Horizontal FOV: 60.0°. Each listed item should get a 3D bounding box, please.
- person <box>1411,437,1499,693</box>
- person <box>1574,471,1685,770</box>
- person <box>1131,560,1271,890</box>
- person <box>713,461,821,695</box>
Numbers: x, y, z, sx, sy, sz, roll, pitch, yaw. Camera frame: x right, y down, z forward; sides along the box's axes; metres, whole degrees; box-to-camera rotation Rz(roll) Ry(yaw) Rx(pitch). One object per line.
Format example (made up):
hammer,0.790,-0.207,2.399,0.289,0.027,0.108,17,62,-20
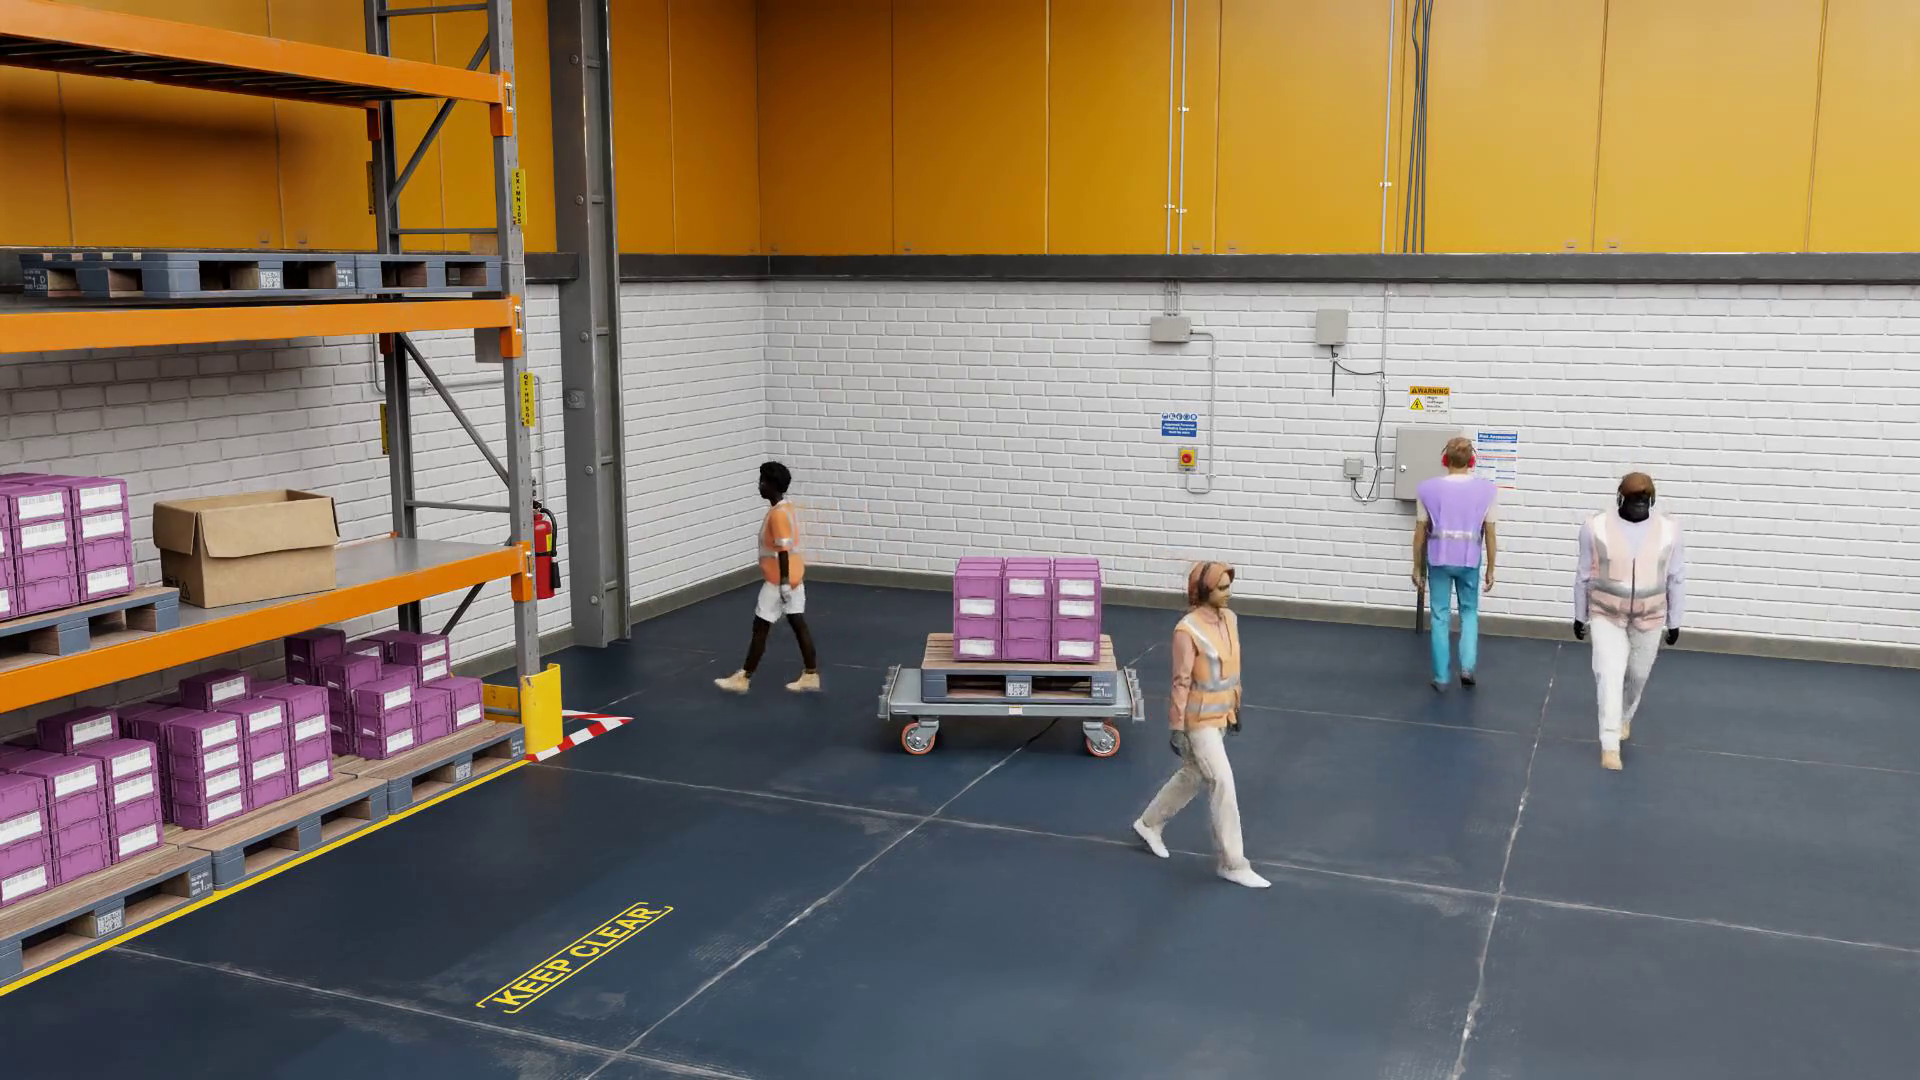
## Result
person,3.508,0.181,11.837,0.570,1.829,0.462,2,9,9
person,4.133,0.452,10.309,0.629,1.802,0.906,2,10,13
person,1.191,0.877,8.281,0.808,1.606,0.523,7,12,35
person,-1.372,0.276,11.741,0.829,1.653,0.546,0,9,0
